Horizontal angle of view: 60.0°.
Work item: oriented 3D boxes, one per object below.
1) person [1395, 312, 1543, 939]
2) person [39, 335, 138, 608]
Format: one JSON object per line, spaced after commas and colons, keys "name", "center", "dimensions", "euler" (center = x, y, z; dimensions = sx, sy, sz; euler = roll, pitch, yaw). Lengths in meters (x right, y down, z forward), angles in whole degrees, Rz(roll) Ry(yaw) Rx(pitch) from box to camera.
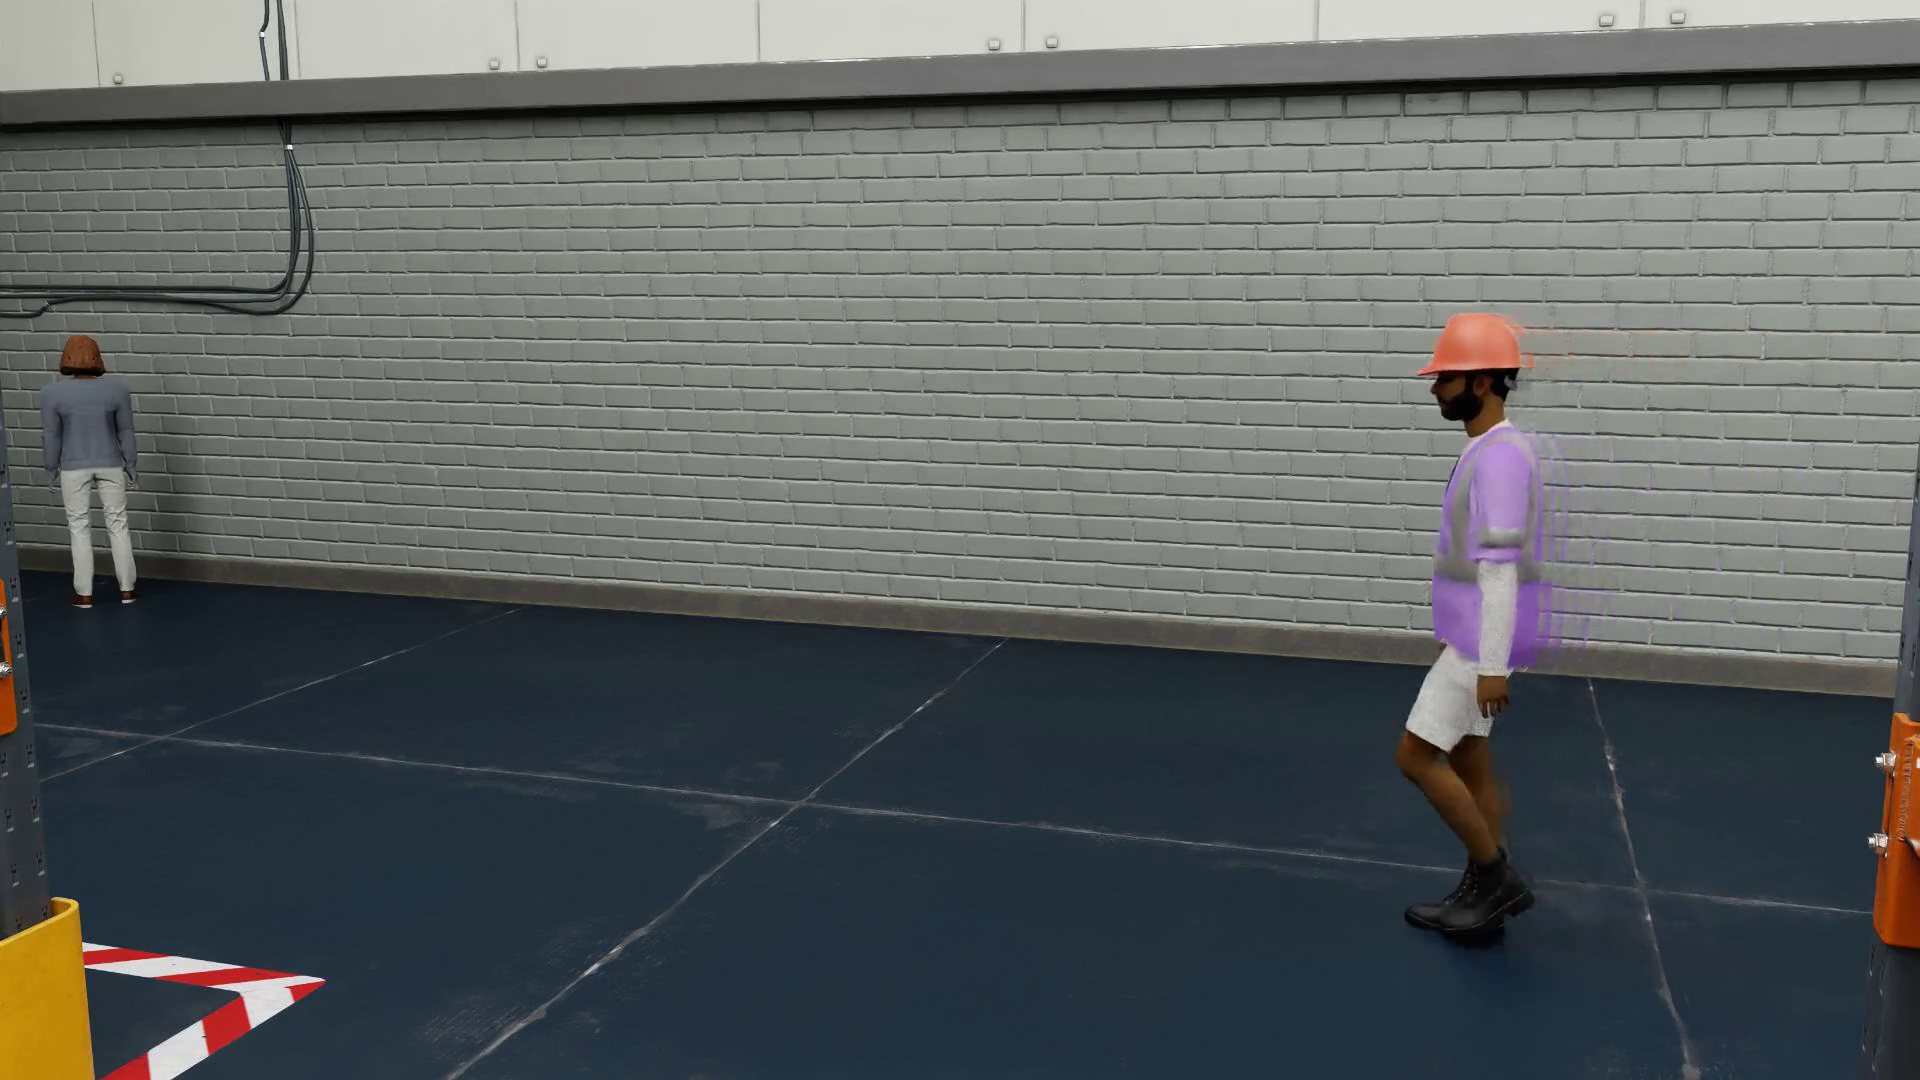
{"name": "person", "center": [1.524, 0.282, 5.014], "dimensions": [0.410, 1.917, 0.564], "euler": [3, 10, 15]}
{"name": "person", "center": [-5.215, -0.410, 9.988], "dimensions": [0.508, 1.632, 0.264], "euler": [-7, 12, -35]}
